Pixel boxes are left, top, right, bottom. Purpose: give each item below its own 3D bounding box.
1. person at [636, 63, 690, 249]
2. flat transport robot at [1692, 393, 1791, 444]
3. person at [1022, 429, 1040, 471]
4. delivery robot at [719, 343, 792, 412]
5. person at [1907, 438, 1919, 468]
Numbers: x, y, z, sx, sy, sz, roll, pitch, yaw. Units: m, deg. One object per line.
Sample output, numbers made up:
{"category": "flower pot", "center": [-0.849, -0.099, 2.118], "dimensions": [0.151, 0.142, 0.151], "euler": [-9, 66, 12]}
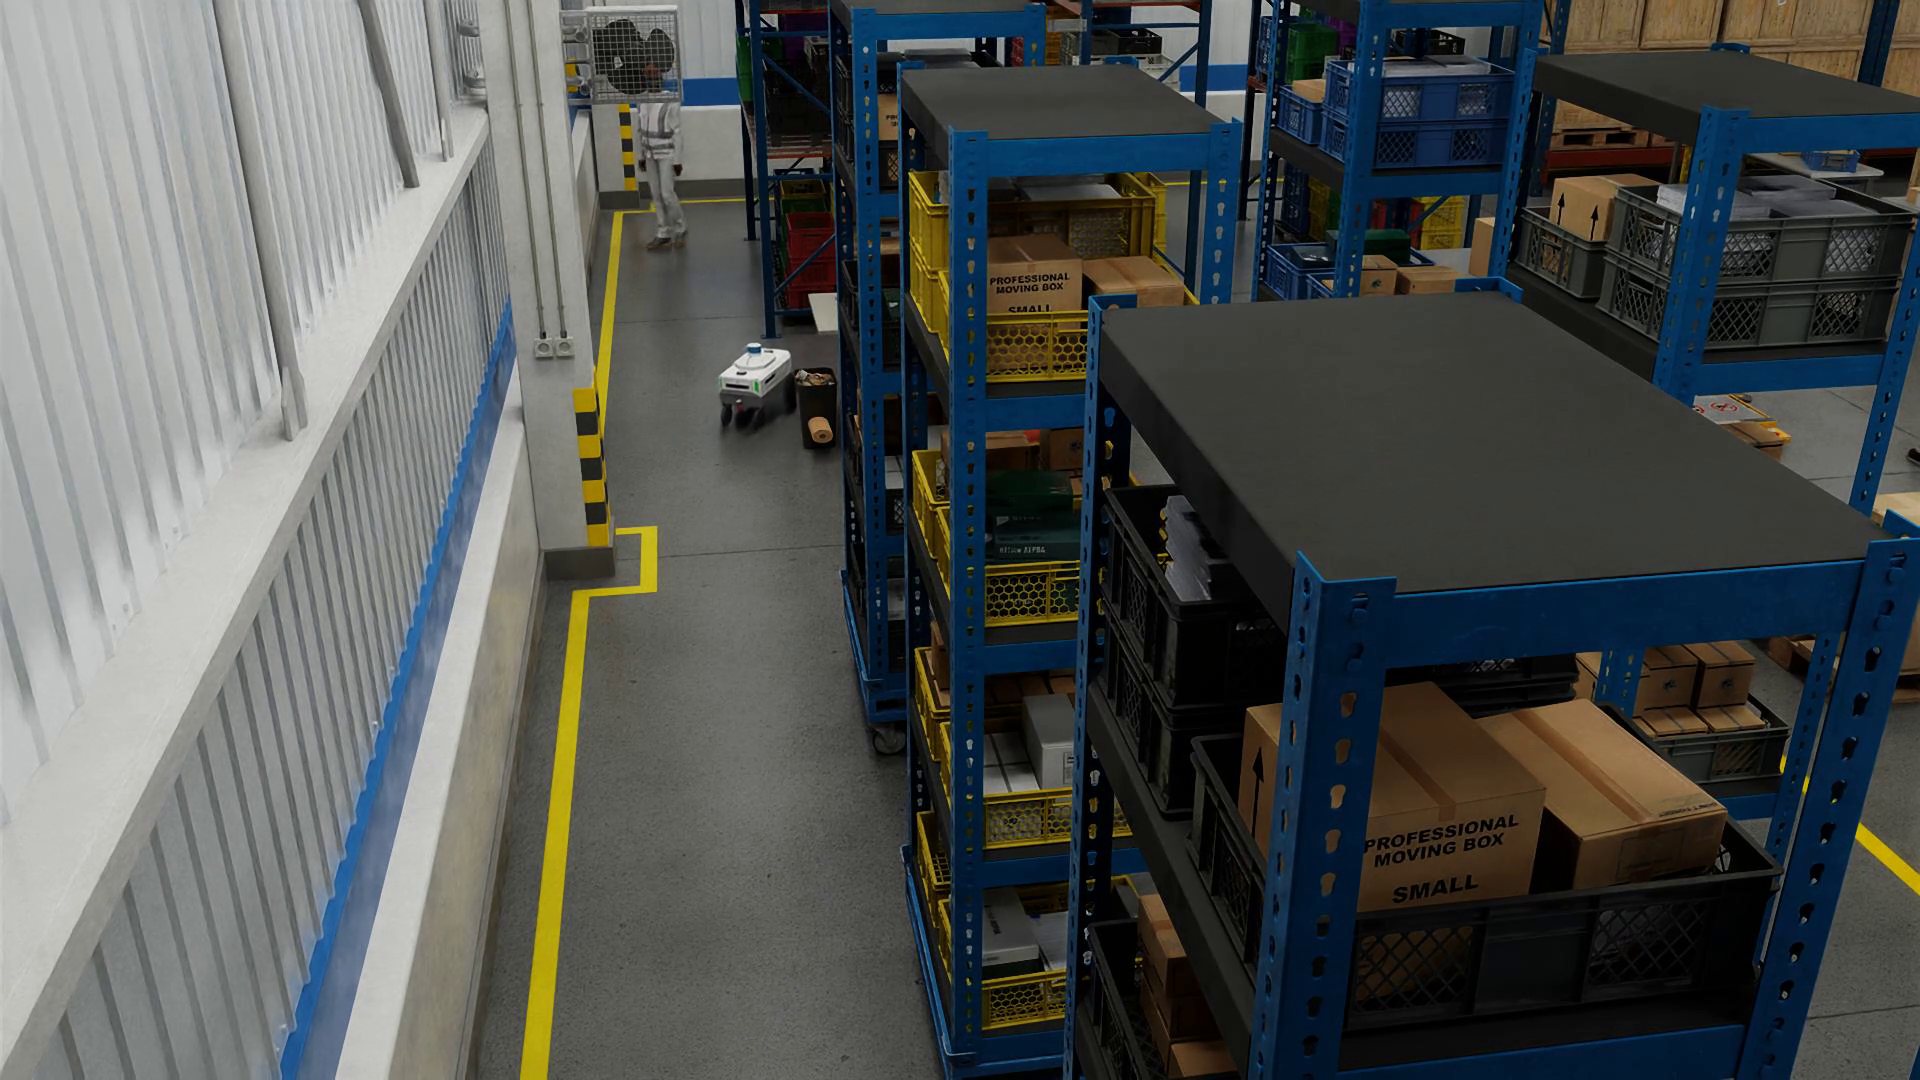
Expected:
{"category": "person", "center": [-3.015, -3.874, 16.784], "dimensions": [0.587, 1.874, 0.440], "euler": [18, 30, 34]}
{"category": "flat transport robot", "center": [5.224, -0.859, 12.132], "dimensions": [1.431, 0.197, 0.652], "euler": [-4, 25, -8]}
{"category": "person", "center": [0.279, 0.335, 7.494], "dimensions": [0.622, 1.990, 0.402], "euler": [-11, 27, -22]}
{"category": "delivery robot", "center": [-1.536, -1.238, 12.512], "dimensions": [0.477, 0.478, 0.707], "euler": [7, 26, 15]}
{"category": "person", "center": [6.943, -1.359, 11.379], "dimensions": [0.596, 1.826, 0.403], "euler": [3, 25, 7]}
